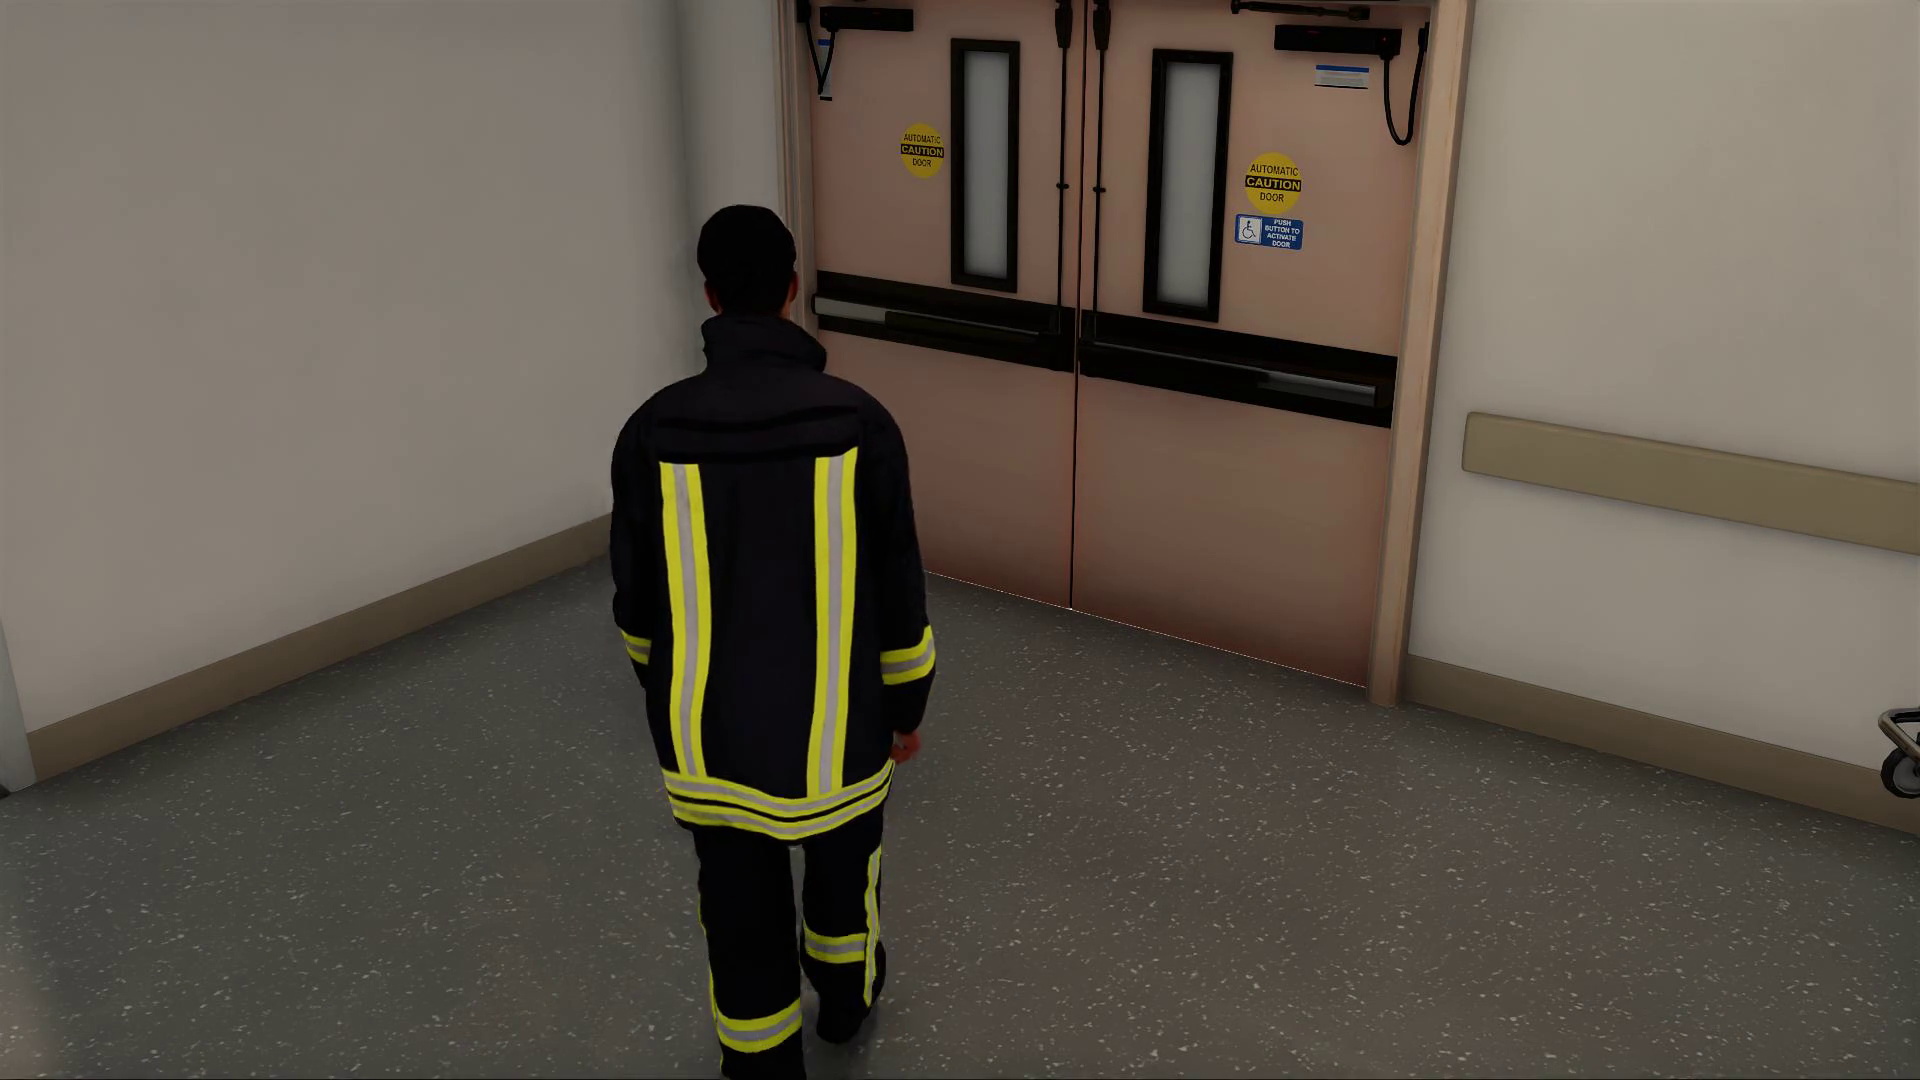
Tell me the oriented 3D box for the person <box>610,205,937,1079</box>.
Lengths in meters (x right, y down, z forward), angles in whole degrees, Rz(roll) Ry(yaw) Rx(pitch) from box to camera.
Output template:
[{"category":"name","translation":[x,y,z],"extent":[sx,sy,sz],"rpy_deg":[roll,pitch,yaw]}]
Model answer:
[{"category":"person","translation":[-0.367,0.345,3.214],"extent":[1.040,1.898,1.101],"rpy_deg":[0,21,1]}]
